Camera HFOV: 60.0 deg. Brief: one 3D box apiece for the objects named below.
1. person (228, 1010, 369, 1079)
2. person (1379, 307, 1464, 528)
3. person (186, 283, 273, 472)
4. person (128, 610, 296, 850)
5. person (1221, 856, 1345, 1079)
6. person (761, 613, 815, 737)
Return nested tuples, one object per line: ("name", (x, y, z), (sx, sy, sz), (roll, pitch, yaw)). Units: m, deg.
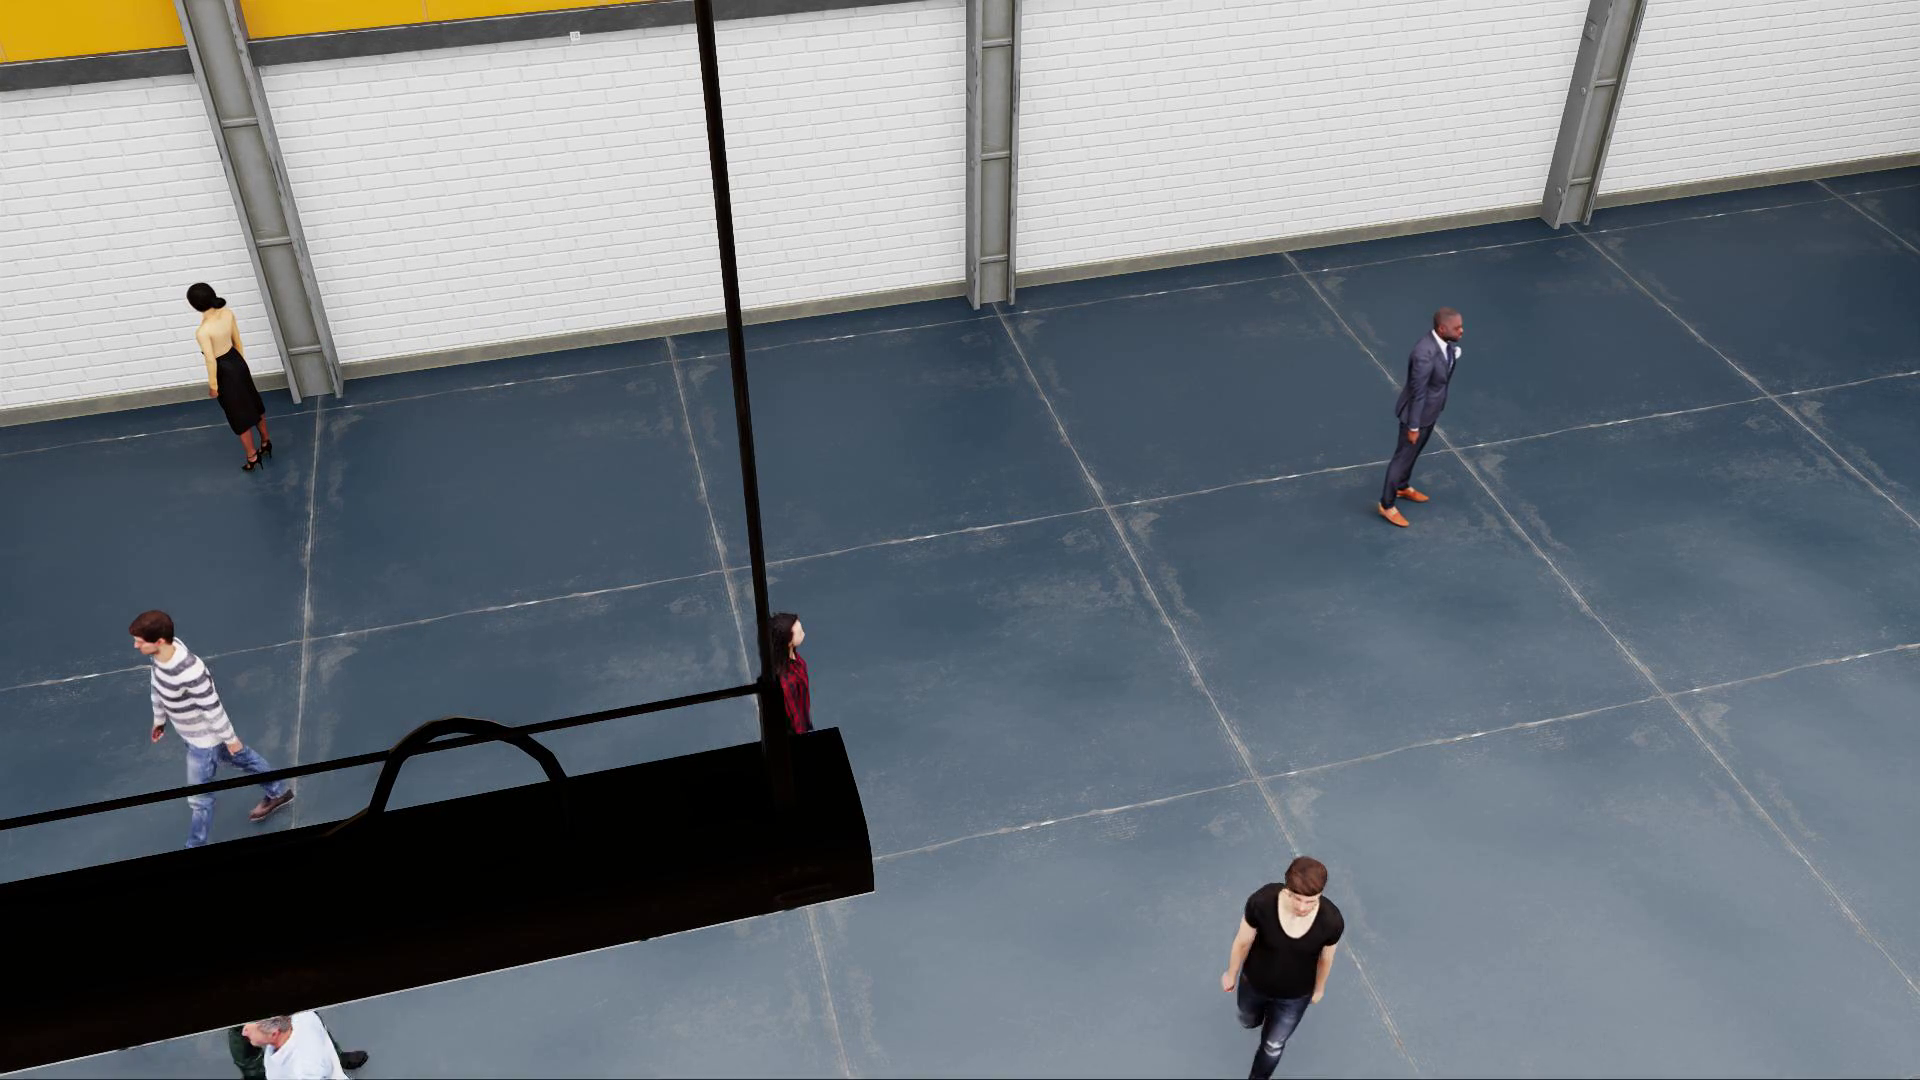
("person", (-3.728, 2.212, 8.463), (1.003, 1.817, 0.835), (3, 39, 4))
("person", (3.438, -0.961, 12.438), (0.850, 1.814, 0.772), (23, 44, 26))
("person", (-5.684, -1.275, 12.961), (0.686, 1.654, 0.662), (10, 40, 12))
("person", (-4.410, 1.080, 9.891), (1.241, 1.804, 1.007), (-29, 47, -32))
("person", (1.632, 2.166, 8.479), (1.156, 1.869, 1.129), (14, 41, 17))
("person", (-1.123, 1.093, 10.001), (0.553, 1.647, 0.609), (-6, 39, -8))
